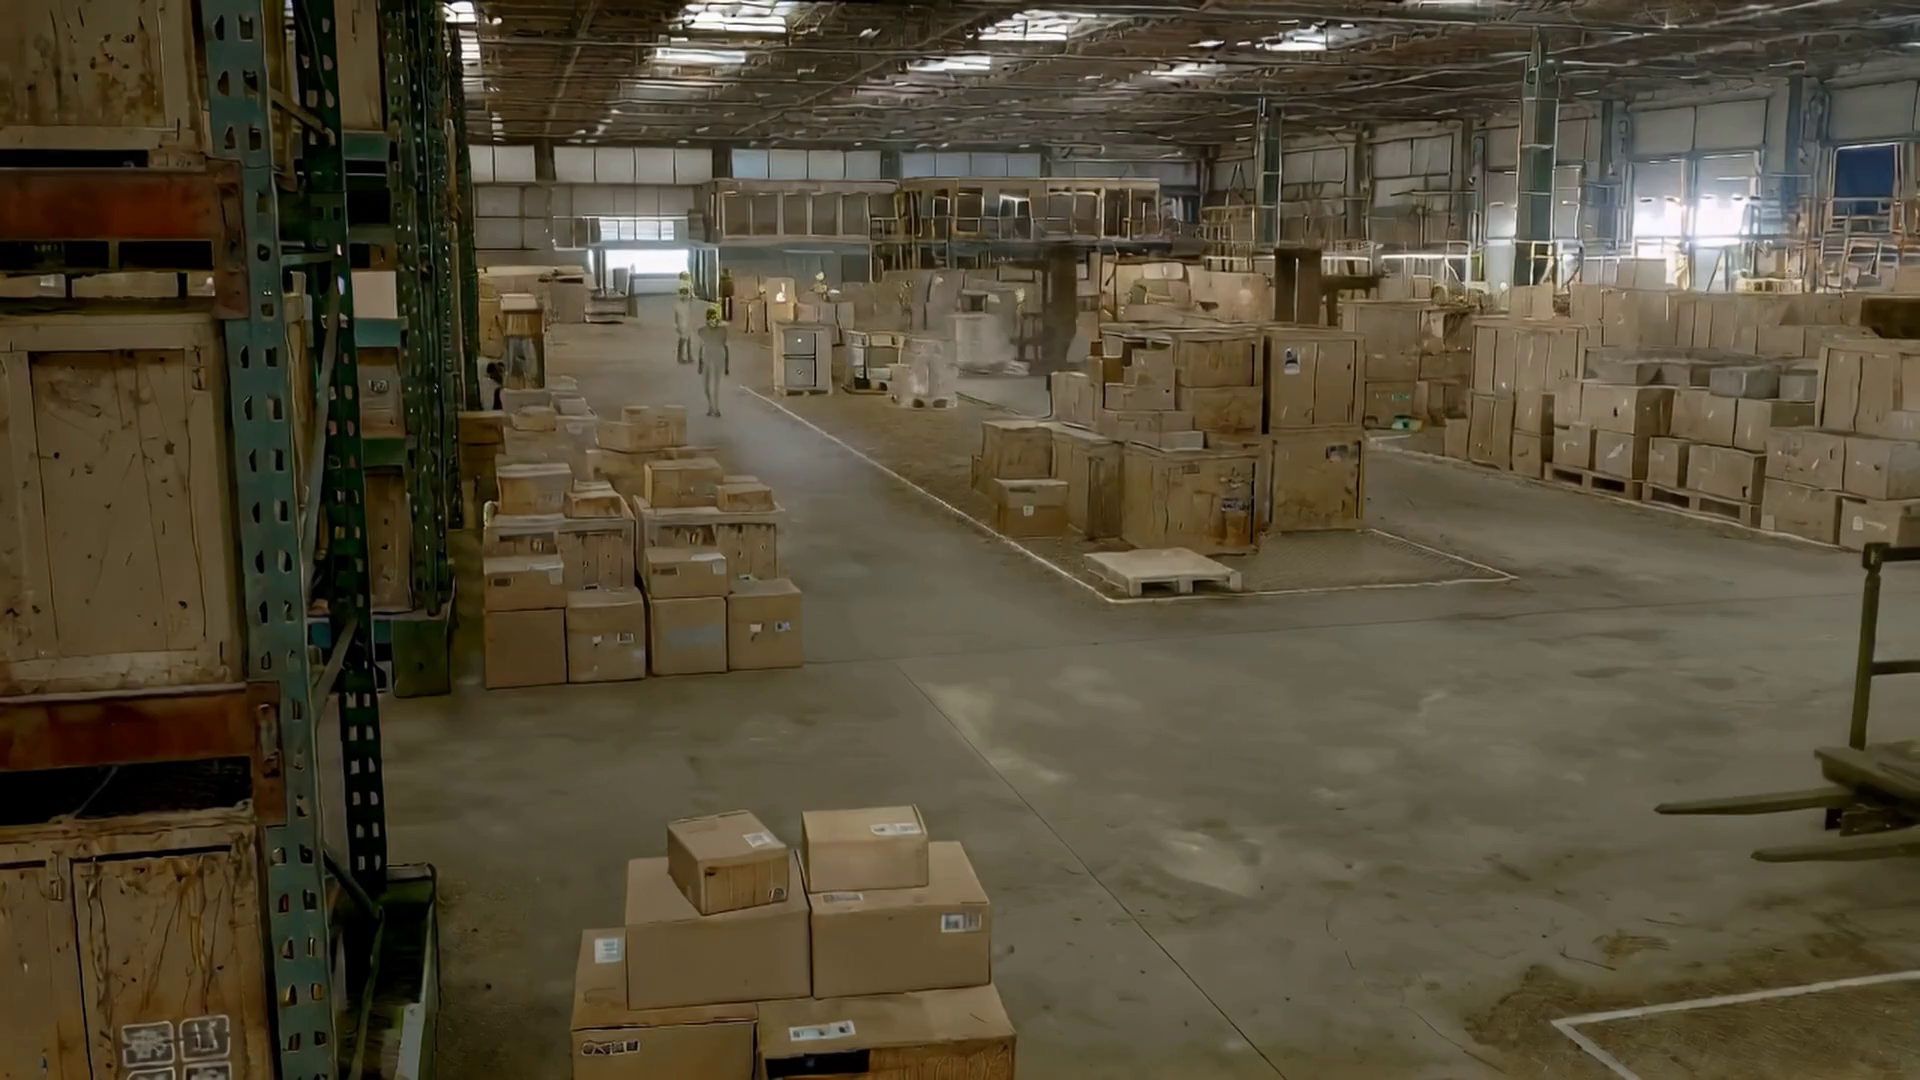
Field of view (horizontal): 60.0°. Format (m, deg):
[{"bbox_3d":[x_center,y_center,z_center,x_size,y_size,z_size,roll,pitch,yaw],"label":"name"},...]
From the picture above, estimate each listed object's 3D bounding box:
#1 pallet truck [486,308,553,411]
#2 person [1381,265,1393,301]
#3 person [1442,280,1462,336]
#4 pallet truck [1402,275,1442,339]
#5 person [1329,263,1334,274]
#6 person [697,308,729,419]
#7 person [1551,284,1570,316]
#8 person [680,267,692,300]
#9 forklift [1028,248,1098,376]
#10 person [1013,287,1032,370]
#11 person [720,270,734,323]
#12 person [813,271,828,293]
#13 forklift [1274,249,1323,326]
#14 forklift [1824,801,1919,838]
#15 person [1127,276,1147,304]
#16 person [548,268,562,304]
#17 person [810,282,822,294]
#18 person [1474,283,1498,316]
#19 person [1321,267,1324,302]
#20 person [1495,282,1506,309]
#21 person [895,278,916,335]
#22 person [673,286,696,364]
[{"bbox_3d":[-6.242,-2.418,24.362,0.823,1.965,1.885,1,10,3],"label":"pallet truck"},{"bbox_3d":[20.743,-12.371,80.864,0.605,1.948,0.389,7,12,33],"label":"person"},{"bbox_3d":[15.849,-7.496,53.652,0.632,1.812,0.861,-2,10,-12],"label":"person"},{"bbox_3d":[14.620,-7.324,52.145,0.823,1.965,1.885,8,13,40],"label":"pallet truck"},{"bbox_3d":[19.257,-13.325,86.134,0.623,1.992,0.396,-7,12,-33],"label":"person"},{"bbox_3d":[-4.120,-2.940,27.733,0.553,1.854,0.423,-1,10,-5],"label":"person"},{"bbox_3d":[14.880,-5.373,41.294,0.587,1.928,0.363,4,11,21],"label":"person"},{"bbox_3d":[-13.178,-12.156,79.875,0.602,1.859,0.596,0,10,2],"label":"person"},{"bbox_3d":[2.351,-5.085,36.969,1.873,2.768,1.129,-3,10,-15],"label":"forklift"},{"bbox_3d":[1.403,-4.862,38.368,0.719,1.942,0.620,-2,10,-9],"label":"person"},{"bbox_3d":[-8.742,-9.127,62.365,0.381,1.994,0.613,10,14,43],"label":"person"},{"bbox_3d":[-4.889,-8.447,58.382,0.535,2.000,0.679,-4,11,-20],"label":"person"},{"bbox_3d":[4.860,-2.824,24.163,1.873,2.768,1.129,-3,10,-15],"label":"forklift"},{"bbox_3d":[5.253,0.106,7.574,1.873,2.768,1.129,-3,10,-15],"label":"forklift"},{"bbox_3d":[5.668,-7.469,53.174,0.653,1.920,0.671,2,10,14],"label":"person"},{"bbox_3d":[-16.442,-10.035,67.550,0.623,1.990,1.086,1,10,7],"label":"person"},{"bbox_3d":[-4.448,-7.177,52.011,0.525,1.748,0.403,0,10,-2],"label":"person"},{"bbox_3d":[14.537,-6.122,45.726,0.725,1.851,0.998,-5,11,-26],"label":"person"},{"bbox_3d":[17.494,-12.361,80.871,0.594,1.922,0.375,6,12,31],"label":"person"},{"bbox_3d":[18.824,-8.160,57.821,0.547,1.639,0.916,6,12,30],"label":"person"},{"bbox_3d":[-1.781,-7.622,54.270,0.522,1.852,0.785,-9,13,-42],"label":"person"},{"bbox_3d":[-6.737,-5.244,40.574,0.436,1.917,0.594,6,12,32],"label":"person"}]
